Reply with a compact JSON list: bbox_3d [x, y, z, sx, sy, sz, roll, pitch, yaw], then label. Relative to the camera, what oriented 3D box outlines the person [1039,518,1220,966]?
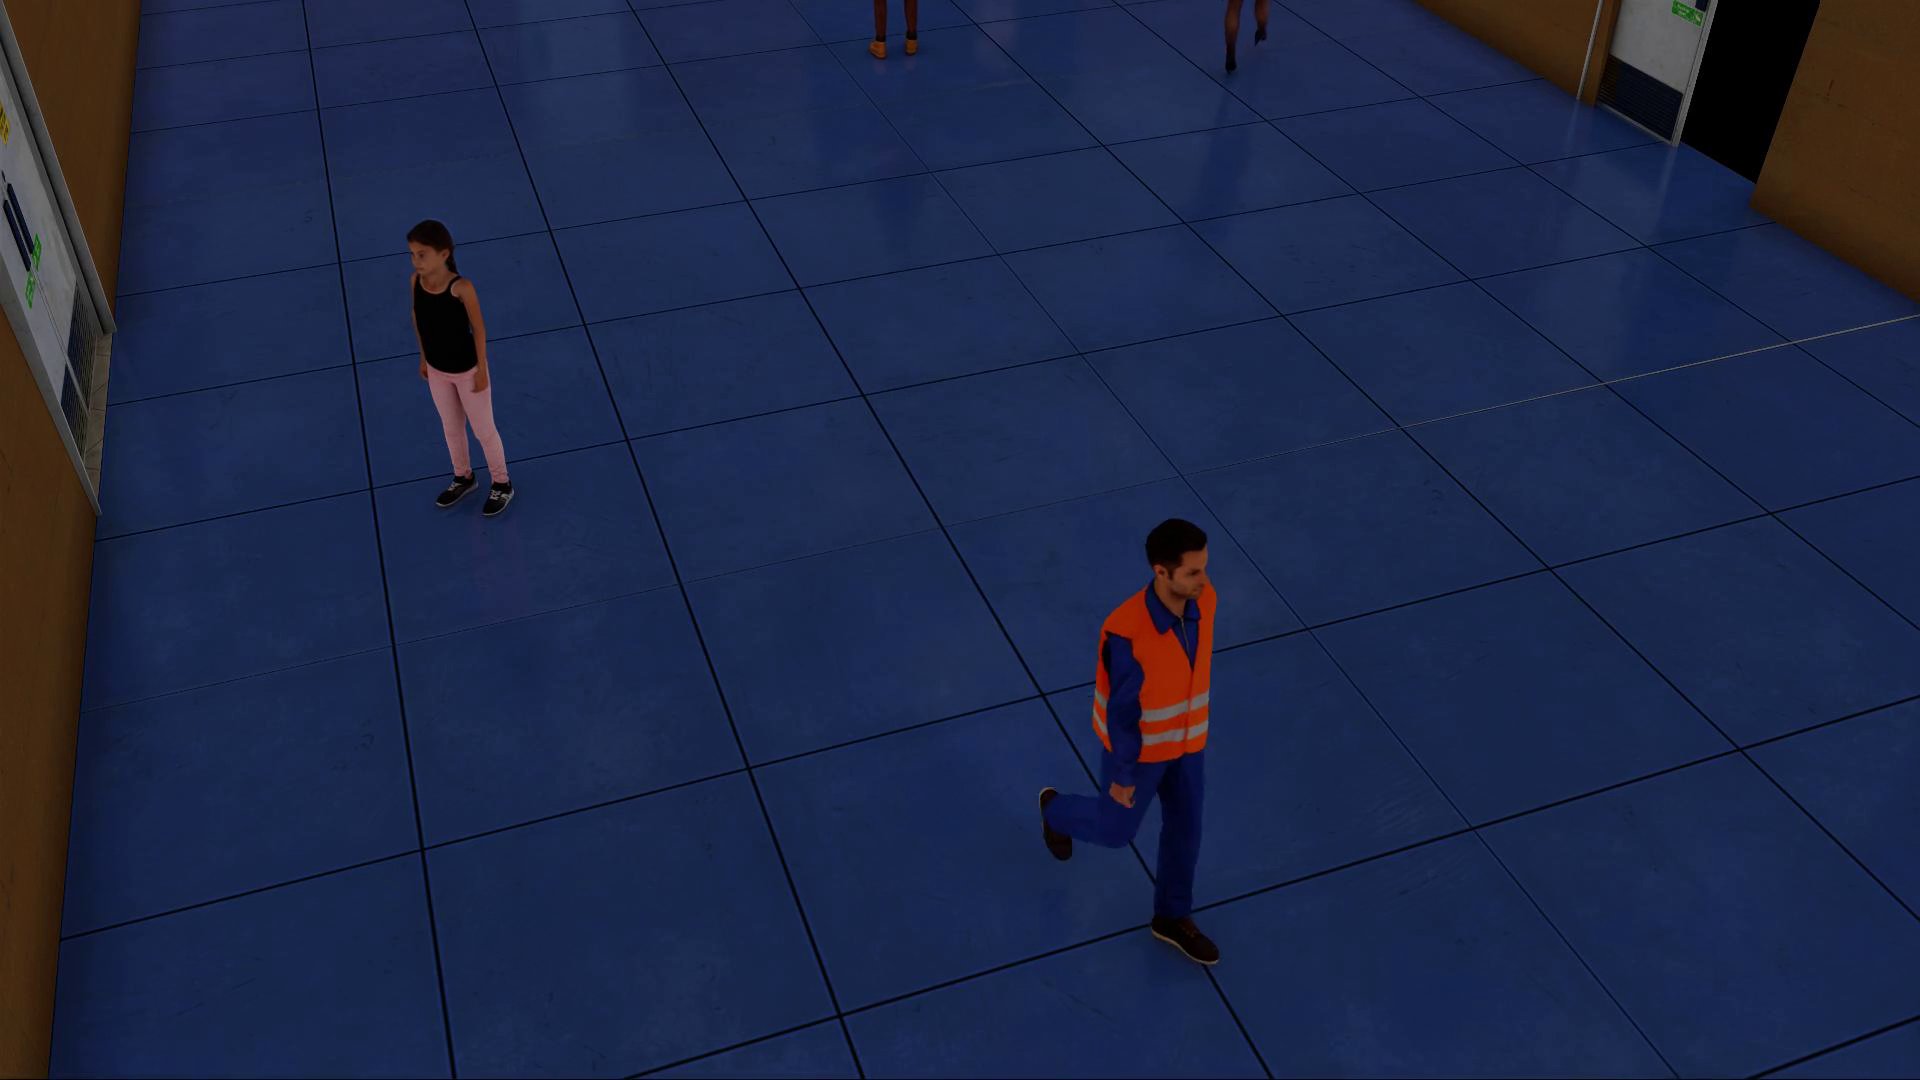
[{"bbox_3d":[0.609,0.678,5.826,1.144,1.843,0.973,-26,44,-30],"label":"person"}]

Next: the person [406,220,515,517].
[{"bbox_3d":[-2.445,-0.836,8.076,0.602,1.564,0.676,12,39,15],"label":"person"}]

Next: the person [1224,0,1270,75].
[{"bbox_3d":[2.179,-4.412,12.737,1.024,1.672,1.052,13,39,16],"label":"person"}]

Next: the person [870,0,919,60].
[{"bbox_3d":[-0.522,-4.669,13.048,0.529,1.725,0.656,-10,38,-14],"label":"person"}]
